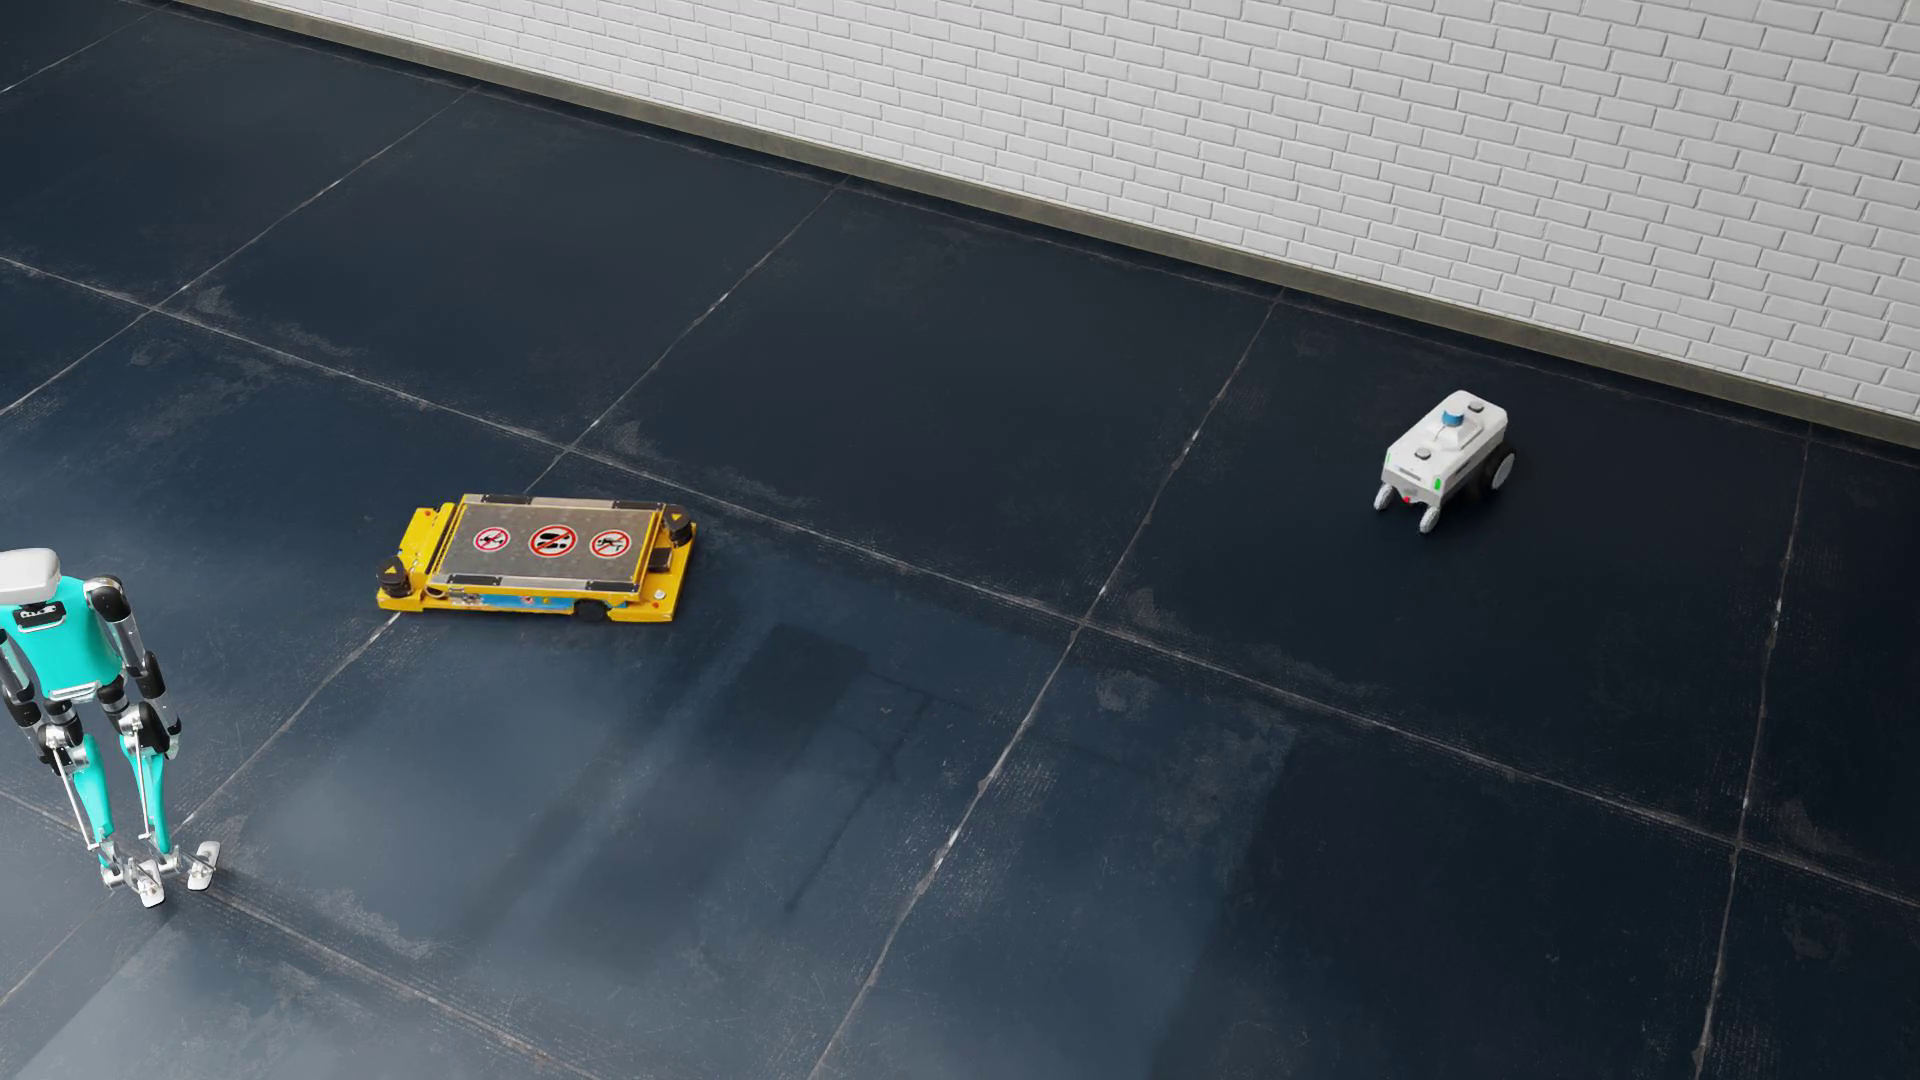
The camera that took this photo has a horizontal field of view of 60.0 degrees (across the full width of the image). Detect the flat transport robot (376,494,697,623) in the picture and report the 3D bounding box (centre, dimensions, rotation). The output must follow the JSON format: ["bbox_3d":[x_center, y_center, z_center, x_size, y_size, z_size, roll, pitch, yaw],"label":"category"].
[{"bbox_3d":[-2.062,0.087,8.161,1.431,0.231,0.659,3,43,3],"label":"flat transport robot"}]

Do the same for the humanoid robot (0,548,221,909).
[{"bbox_3d":[-3.191,0.832,6.179,0.533,1.677,0.735,-12,44,-13],"label":"humanoid robot"}]

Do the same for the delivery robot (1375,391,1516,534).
[{"bbox_3d":[2.485,-0.452,8.516,0.499,0.572,0.747,32,52,30],"label":"delivery robot"}]
